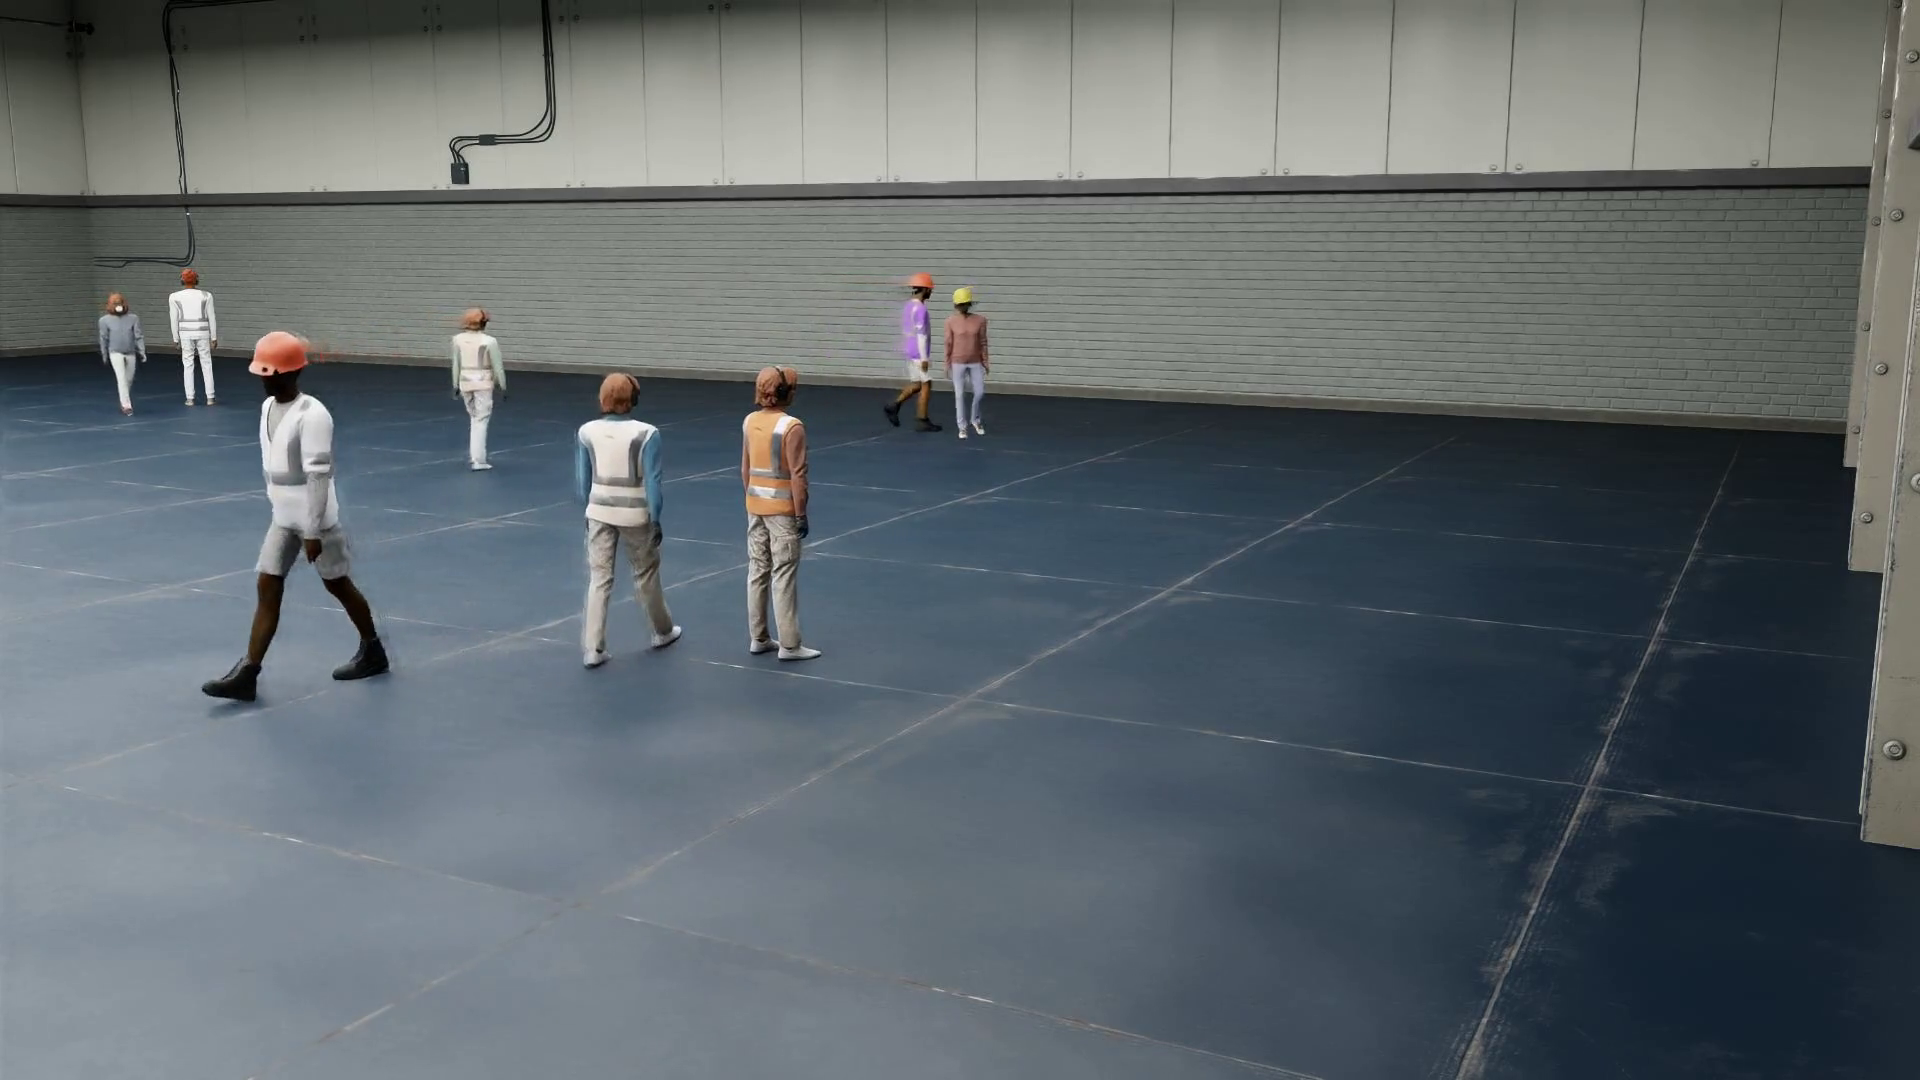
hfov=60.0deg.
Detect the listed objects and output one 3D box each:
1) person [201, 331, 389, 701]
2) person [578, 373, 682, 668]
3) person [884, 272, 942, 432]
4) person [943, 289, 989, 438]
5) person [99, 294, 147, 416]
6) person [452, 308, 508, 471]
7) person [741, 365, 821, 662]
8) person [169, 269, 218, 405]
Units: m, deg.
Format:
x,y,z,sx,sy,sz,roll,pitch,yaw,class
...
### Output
x,y,z,sx,sy,sz,roll,pitch,yaw,class
-3.378,-0.127,8.491,0.560,1.873,1.029,8,13,36,person
-1.859,-0.127,9.255,0.536,1.596,0.784,3,11,15,person
-0.546,-2.236,19.875,0.605,1.916,0.557,-3,11,-18,person
0.049,-2.054,19.393,0.558,1.731,0.536,-2,11,-13,person
-11.067,-2.457,21.948,0.499,1.599,0.825,-9,14,-42,person
-4.791,-1.513,16.717,0.552,1.620,0.529,4,11,19,person
-1.023,-0.148,9.243,0.315,1.641,0.515,-10,14,-43,person
-10.626,-2.810,23.095,0.576,1.884,0.354,-5,11,-23,person
